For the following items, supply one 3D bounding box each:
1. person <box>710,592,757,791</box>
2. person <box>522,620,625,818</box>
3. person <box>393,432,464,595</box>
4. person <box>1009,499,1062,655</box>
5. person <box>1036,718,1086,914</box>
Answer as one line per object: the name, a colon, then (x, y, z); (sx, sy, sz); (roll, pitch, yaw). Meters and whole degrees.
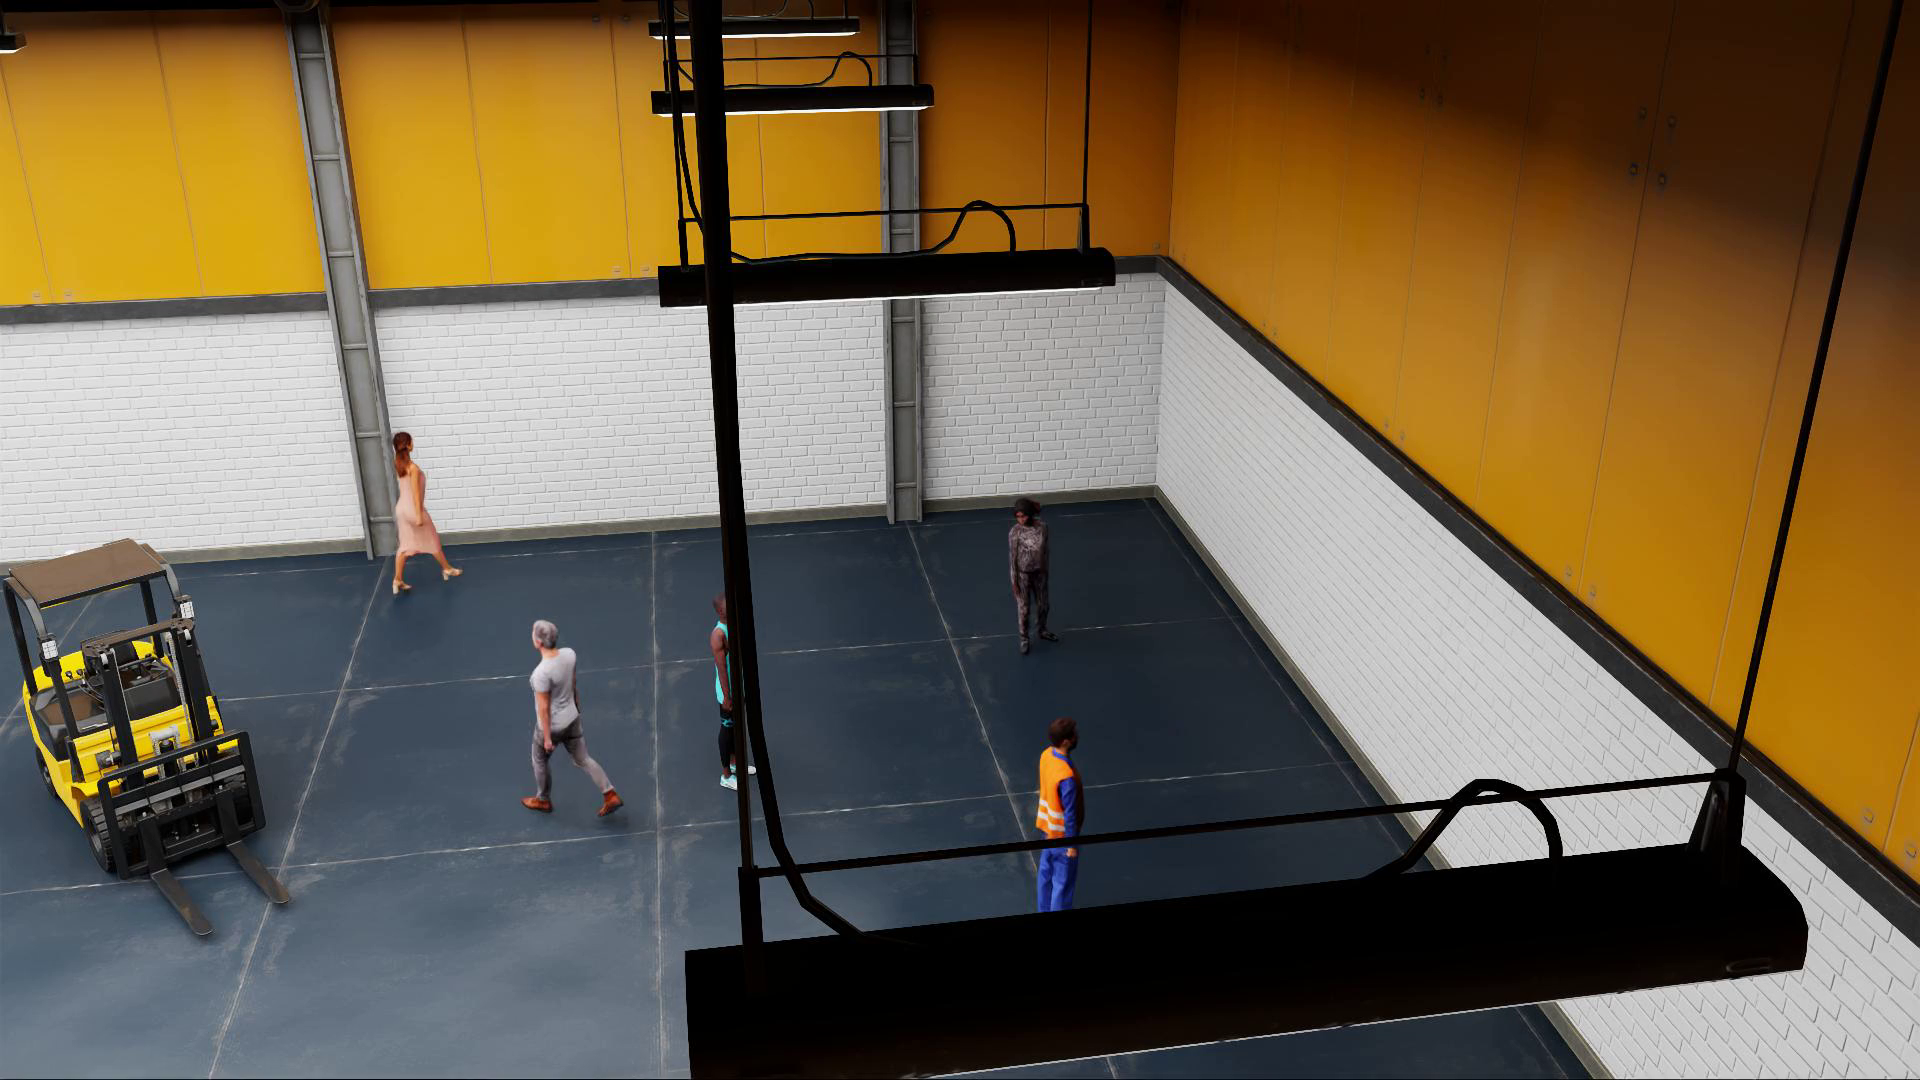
person: (-1.975, 1.272, 14.295); (0.632, 1.811, 0.666); (5, 24, 10)
person: (-3.220, 1.534, 13.727); (1.302, 1.786, 1.127); (10, 26, 23)
person: (-5.941, -0.255, 17.815); (1.003, 1.790, 1.104); (19, 30, 36)
person: (0.710, 0.346, 16.571); (0.634, 1.684, 0.851); (-14, 27, -30)
person: (0.729, 2.137, 12.250); (0.630, 1.864, 0.710); (-7, 24, -15)
